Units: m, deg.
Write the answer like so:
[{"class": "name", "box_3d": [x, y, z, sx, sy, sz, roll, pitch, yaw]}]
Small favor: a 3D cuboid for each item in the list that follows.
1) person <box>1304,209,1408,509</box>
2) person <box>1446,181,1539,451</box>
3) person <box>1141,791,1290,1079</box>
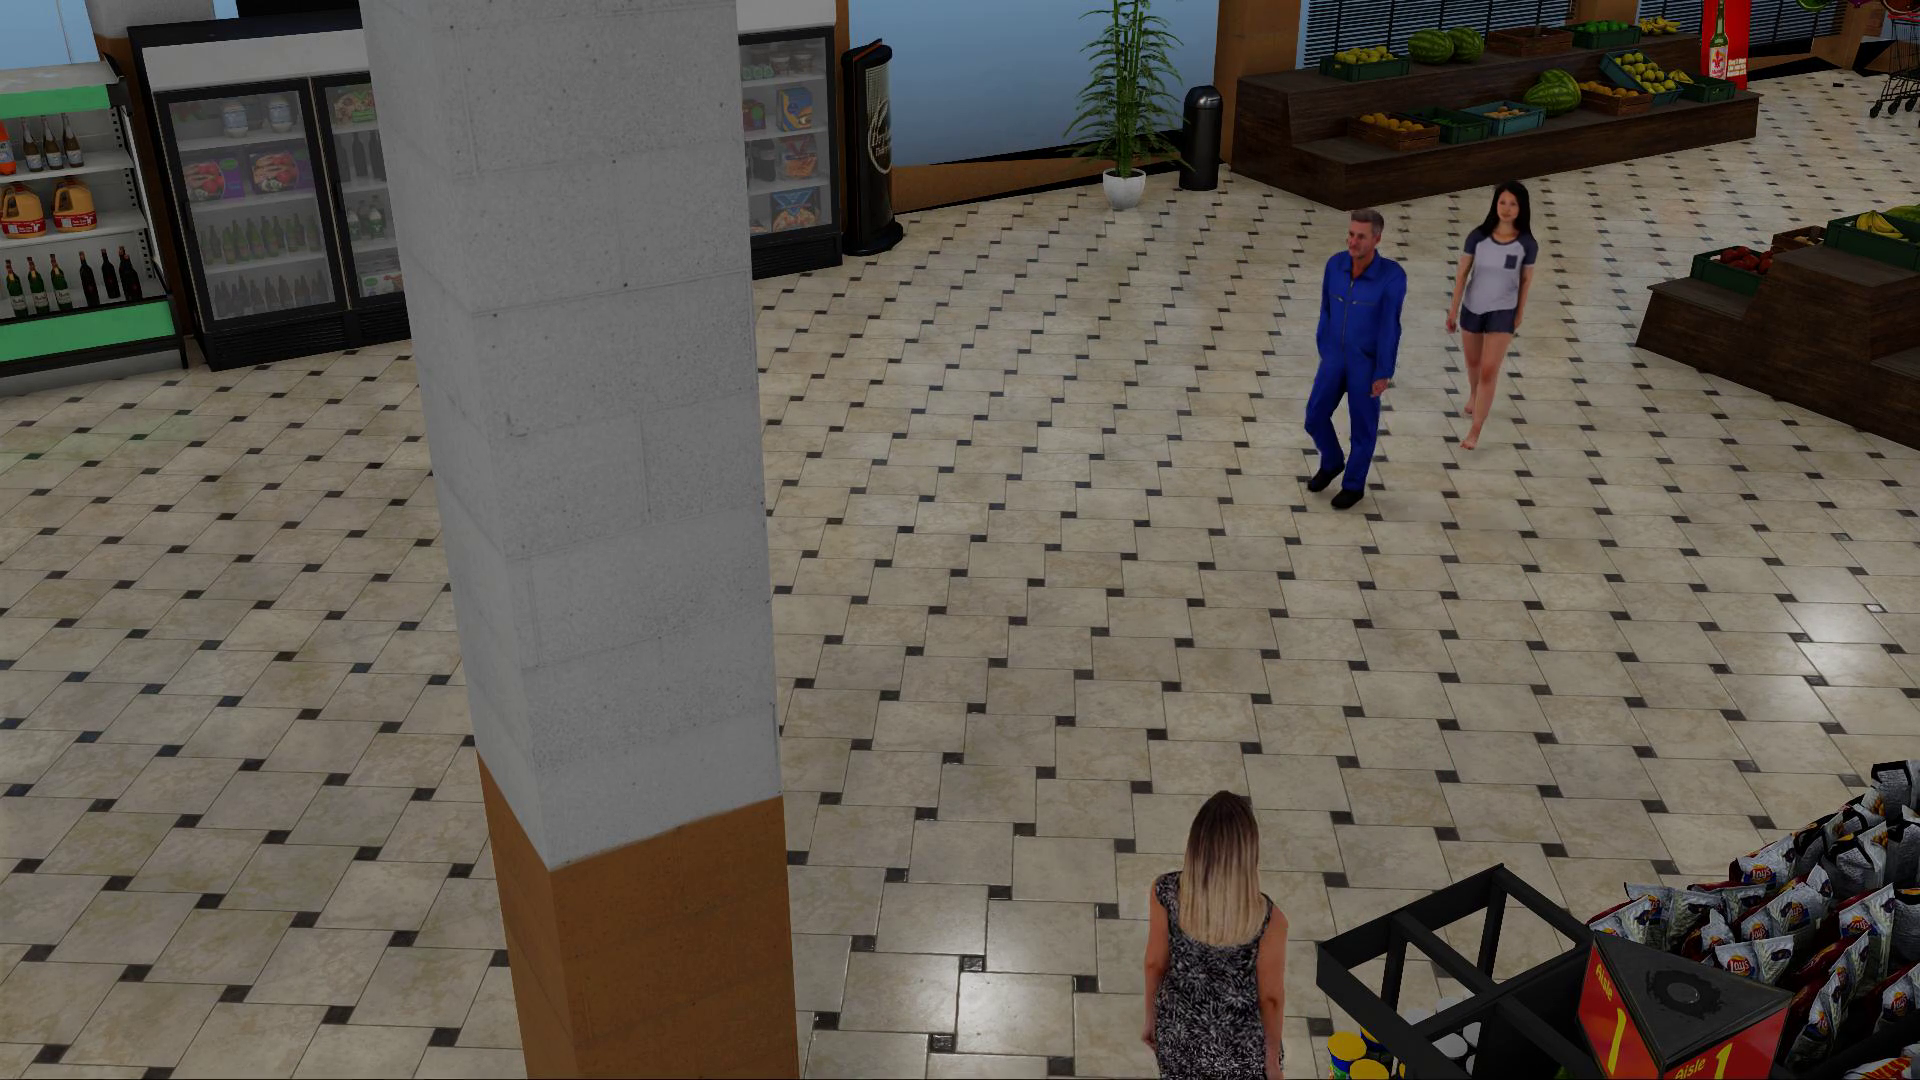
[{"class": "person", "box_3d": [2.367, -1.070, 9.770, 0.815, 1.816, 0.779, 22, 34, 36]}, {"class": "person", "box_3d": [3.434, -1.487, 10.764, 1.020, 1.660, 1.212, 13, 30, 23]}, {"class": "person", "box_3d": [0.694, 1.523, 4.799, 0.754, 1.688, 0.815, 13, 30, 24]}]
